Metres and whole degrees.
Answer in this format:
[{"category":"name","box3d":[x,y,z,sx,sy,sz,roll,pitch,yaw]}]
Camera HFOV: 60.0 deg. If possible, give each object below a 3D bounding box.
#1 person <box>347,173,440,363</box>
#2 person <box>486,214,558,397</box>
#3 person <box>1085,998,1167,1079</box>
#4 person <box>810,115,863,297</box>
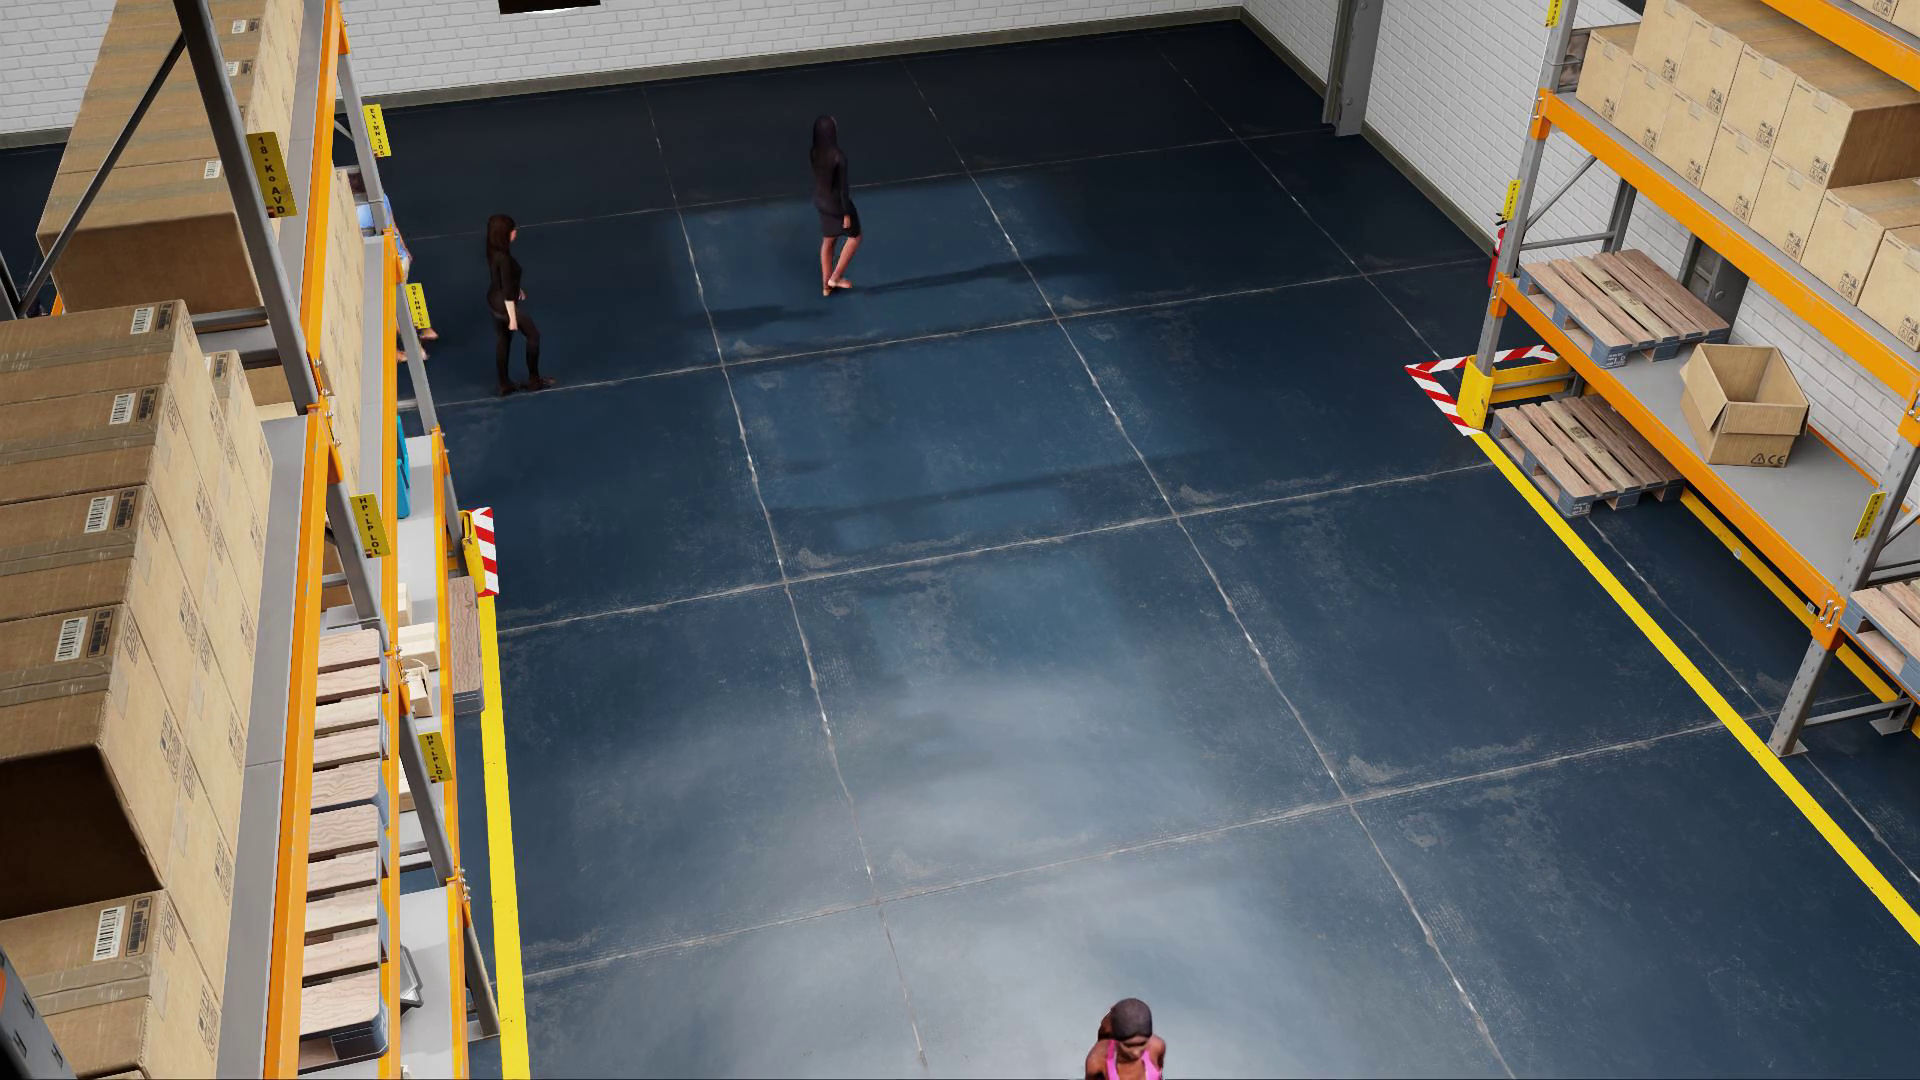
[{"category":"person","box3d":[-4.692,-2.259,13.753,0.919,1.819,0.751,16,41,19]},{"category":"person","box3d":[-3.727,-1.849,13.398,0.797,1.622,0.749,-28,46,-30]},{"category":"person","box3d":[0.721,2.608,7.751,0.557,1.705,0.932,-9,39,-11]},{"category":"person","box3d":[-1.179,-2.895,14.640,0.791,1.707,0.694,-32,48,-33]}]
